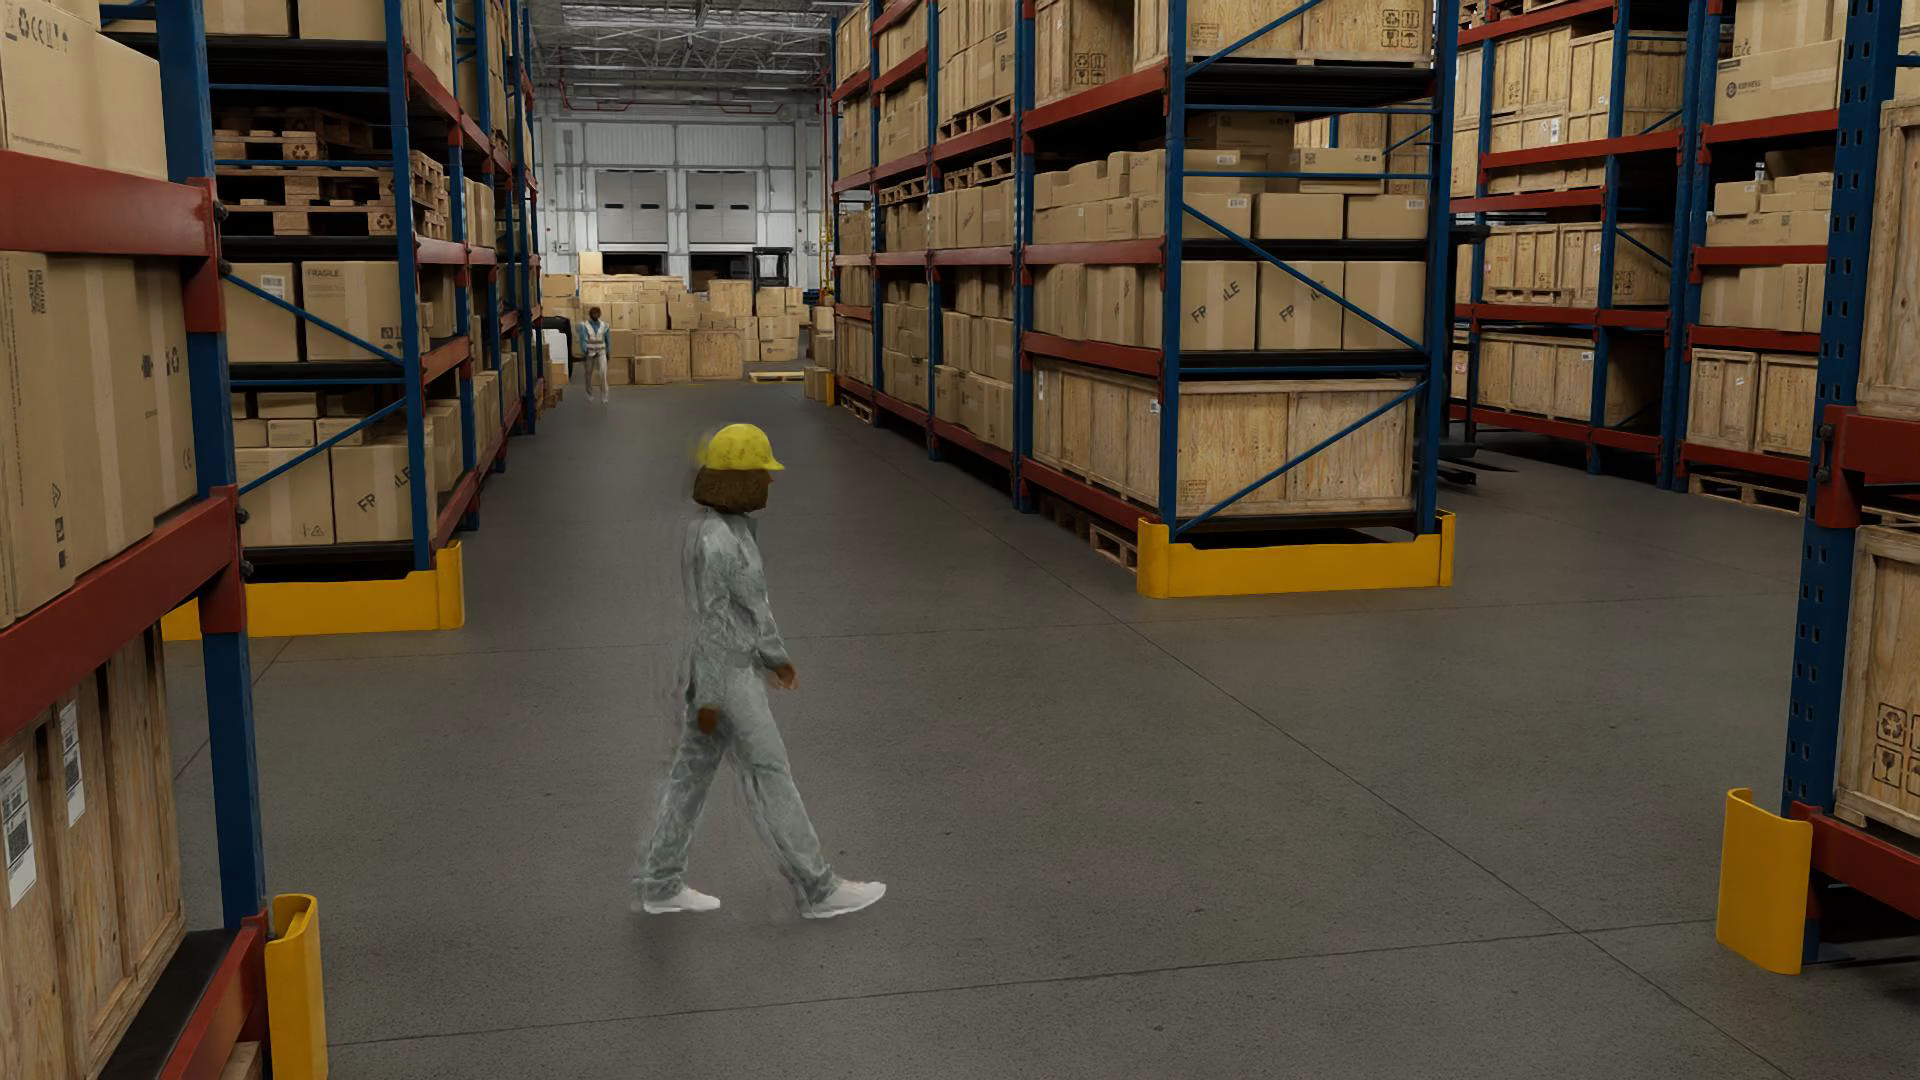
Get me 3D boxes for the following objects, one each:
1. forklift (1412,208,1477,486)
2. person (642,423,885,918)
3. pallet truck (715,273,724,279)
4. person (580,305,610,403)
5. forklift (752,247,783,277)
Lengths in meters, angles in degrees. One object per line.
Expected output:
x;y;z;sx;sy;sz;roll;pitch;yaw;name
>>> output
4.426;-2.033;17.213;1.129;2.768;1.873;-2;10;-12;forklift
-0.689;0.459;5.611;0.874;1.701;0.500;-1;9;-8;person
-8.580;-8.986;62.280;1.885;1.965;0.823;1;9;5;pallet truck
-6.015;-3.066;27.400;0.504;1.603;0.836;-3;10;-20;person
-5.819;-7.508;50.585;1.129;2.768;1.873;-3;10;-18;forklift
